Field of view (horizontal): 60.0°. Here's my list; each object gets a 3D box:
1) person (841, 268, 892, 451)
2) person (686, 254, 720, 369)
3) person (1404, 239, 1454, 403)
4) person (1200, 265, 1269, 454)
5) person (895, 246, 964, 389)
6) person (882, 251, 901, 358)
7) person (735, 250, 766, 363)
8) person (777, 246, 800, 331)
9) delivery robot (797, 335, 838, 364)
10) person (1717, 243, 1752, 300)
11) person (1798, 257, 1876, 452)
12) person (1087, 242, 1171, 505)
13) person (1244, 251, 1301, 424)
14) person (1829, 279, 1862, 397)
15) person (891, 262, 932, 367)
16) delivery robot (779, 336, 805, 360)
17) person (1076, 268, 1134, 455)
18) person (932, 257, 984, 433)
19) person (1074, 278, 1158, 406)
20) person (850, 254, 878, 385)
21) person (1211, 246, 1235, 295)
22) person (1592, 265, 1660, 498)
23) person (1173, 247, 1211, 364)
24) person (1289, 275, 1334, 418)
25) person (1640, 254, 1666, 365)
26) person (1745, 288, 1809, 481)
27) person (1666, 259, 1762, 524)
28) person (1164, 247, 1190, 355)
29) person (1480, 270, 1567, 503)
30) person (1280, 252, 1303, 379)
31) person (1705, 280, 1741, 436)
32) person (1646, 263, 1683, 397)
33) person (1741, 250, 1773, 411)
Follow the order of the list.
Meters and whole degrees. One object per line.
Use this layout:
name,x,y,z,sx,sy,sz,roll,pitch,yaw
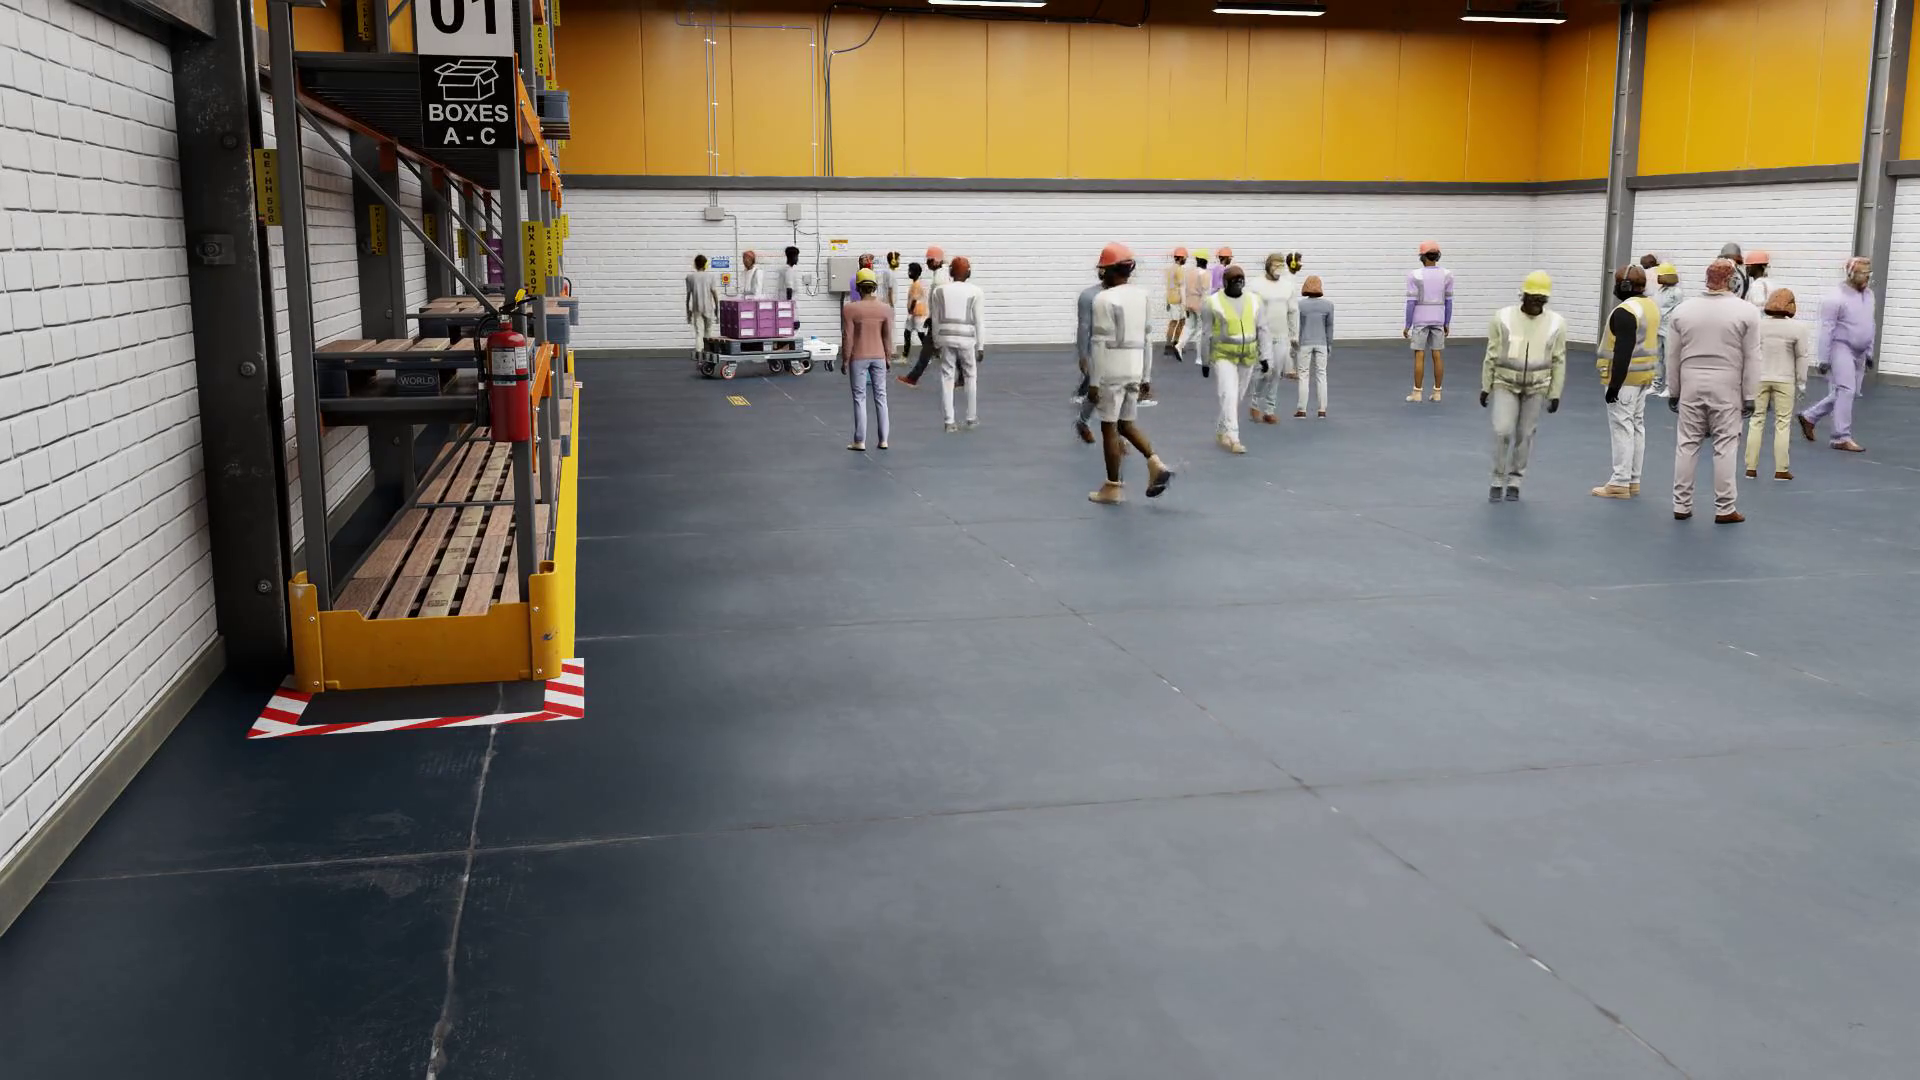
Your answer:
person,-0.911,-1.747,16.148,0.534,1.767,0.320,-5,11,-27
person,-4.114,-3.648,26.561,0.554,1.822,0.930,-1,10,-7
person,5.847,-2.728,20.817,0.605,2.044,0.374,-1,10,-7
person,2.650,-1.774,16.214,0.623,1.804,0.926,-3,11,-16
person,-0.343,-3.028,22.743,1.056,1.930,0.620,2,10,11
person,-1.264,-4.037,28.623,0.603,1.851,0.511,-1,10,-8
person,-3.479,-3.866,27.606,0.594,1.857,0.632,10,14,42
person,-2.998,-4.089,28.656,0.502,1.942,0.636,-4,11,-20
delivery robot,-2.257,-2.929,25.794,0.707,0.478,0.477,-5,11,-24
person,10.039,-2.907,21.813,0.696,2.000,0.541,-8,13,-38
person,8.591,-1.824,16.256,0.638,1.881,0.727,-6,12,-30
person,1.267,-1.259,12.737,0.611,2.029,0.618,10,14,44
person,3.446,-2.223,18.388,0.626,1.915,0.438,-4,11,-21
person,11.552,-2.667,21.595,0.523,1.640,0.305,8,13,37
person,-0.797,-3.611,26.736,0.755,1.668,0.543,-1,10,-8
delivery robot,-2.687,-2.991,26.138,0.477,0.478,0.707,7,12,34
person,1.392,-1.798,16.085,0.642,1.909,0.882,-4,11,-19
person,-0.008,-2.097,17.851,0.599,1.847,0.833,2,10,12
person,1.883,-2.555,20.362,1.012,1.874,0.595,3,11,19
person,-1.339,-3.092,23.379,0.388,1.846,0.564,-9,13,-40
person,4.562,-4.128,28.902,0.411,1.922,0.541,-2,10,-12
person,5.282,-1.257,13.220,0.429,1.841,0.633,9,13,40
person,3.843,-3.819,27.223,0.573,1.915,0.587,-6,12,-30
person,4.024,-2.204,19.045,0.498,1.634,0.281,0,10,-2
person,11.369,-3.759,27.208,0.699,1.808,0.432,4,11,19
person,6.925,-1.320,14.148,0.507,1.633,0.276,8,13,38
person,5.449,-1.072,12.036,0.642,1.902,0.399,9,14,42
person,3.888,-4.221,29.457,0.626,1.915,0.569,-1,10,-8
person,4.352,-1.167,12.830,0.605,1.799,0.666,2,10,11
person,4.870,-3.289,24.447,0.414,1.881,0.557,2,10,12
person,7.949,-1.917,17.370,0.538,1.669,0.776,5,11,27
person,9.183,-2.737,21.703,0.318,1.740,0.488,-3,11,-18
person,9.430,-2.501,19.917,0.672,1.914,0.554,9,14,41
